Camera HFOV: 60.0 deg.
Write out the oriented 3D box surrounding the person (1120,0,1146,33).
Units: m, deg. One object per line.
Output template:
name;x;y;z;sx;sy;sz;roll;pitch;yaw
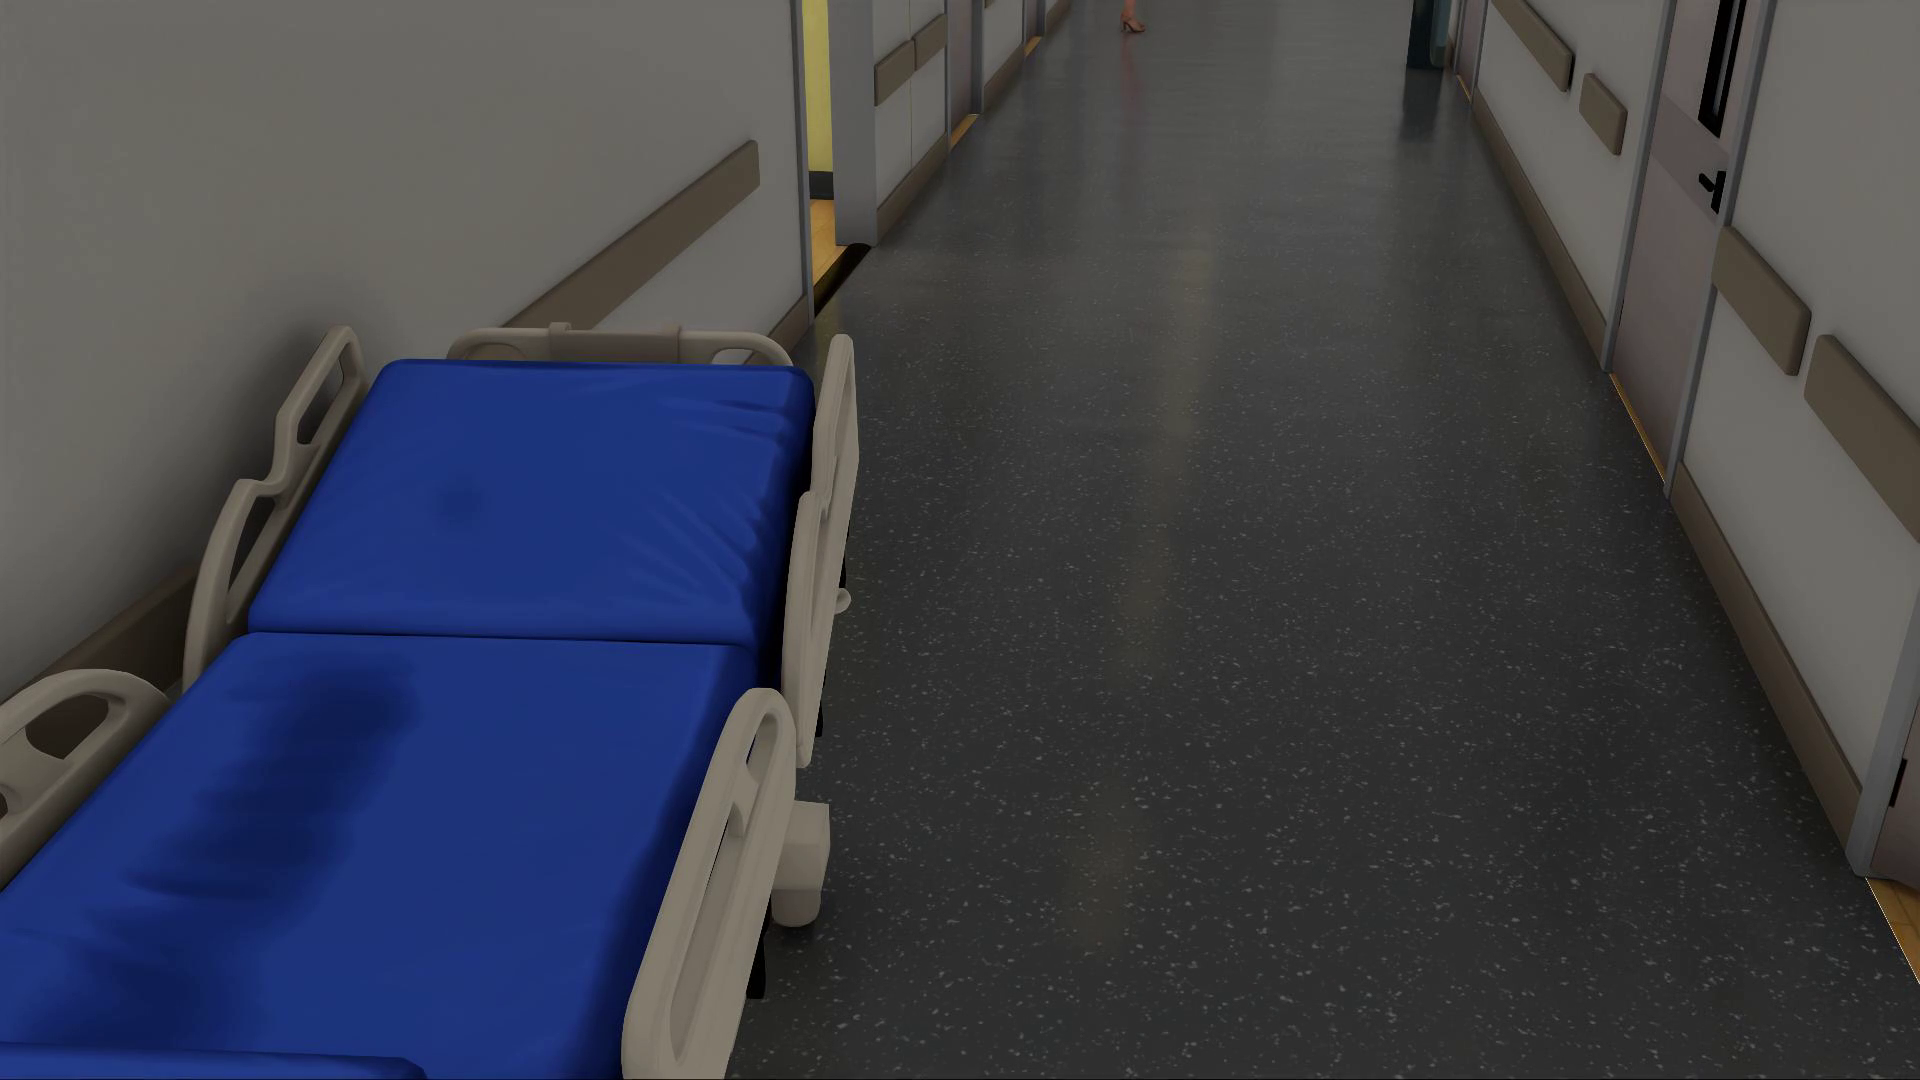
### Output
person;1.614;-5.492;14.913;0.645;1.769;0.682;2;26;4
